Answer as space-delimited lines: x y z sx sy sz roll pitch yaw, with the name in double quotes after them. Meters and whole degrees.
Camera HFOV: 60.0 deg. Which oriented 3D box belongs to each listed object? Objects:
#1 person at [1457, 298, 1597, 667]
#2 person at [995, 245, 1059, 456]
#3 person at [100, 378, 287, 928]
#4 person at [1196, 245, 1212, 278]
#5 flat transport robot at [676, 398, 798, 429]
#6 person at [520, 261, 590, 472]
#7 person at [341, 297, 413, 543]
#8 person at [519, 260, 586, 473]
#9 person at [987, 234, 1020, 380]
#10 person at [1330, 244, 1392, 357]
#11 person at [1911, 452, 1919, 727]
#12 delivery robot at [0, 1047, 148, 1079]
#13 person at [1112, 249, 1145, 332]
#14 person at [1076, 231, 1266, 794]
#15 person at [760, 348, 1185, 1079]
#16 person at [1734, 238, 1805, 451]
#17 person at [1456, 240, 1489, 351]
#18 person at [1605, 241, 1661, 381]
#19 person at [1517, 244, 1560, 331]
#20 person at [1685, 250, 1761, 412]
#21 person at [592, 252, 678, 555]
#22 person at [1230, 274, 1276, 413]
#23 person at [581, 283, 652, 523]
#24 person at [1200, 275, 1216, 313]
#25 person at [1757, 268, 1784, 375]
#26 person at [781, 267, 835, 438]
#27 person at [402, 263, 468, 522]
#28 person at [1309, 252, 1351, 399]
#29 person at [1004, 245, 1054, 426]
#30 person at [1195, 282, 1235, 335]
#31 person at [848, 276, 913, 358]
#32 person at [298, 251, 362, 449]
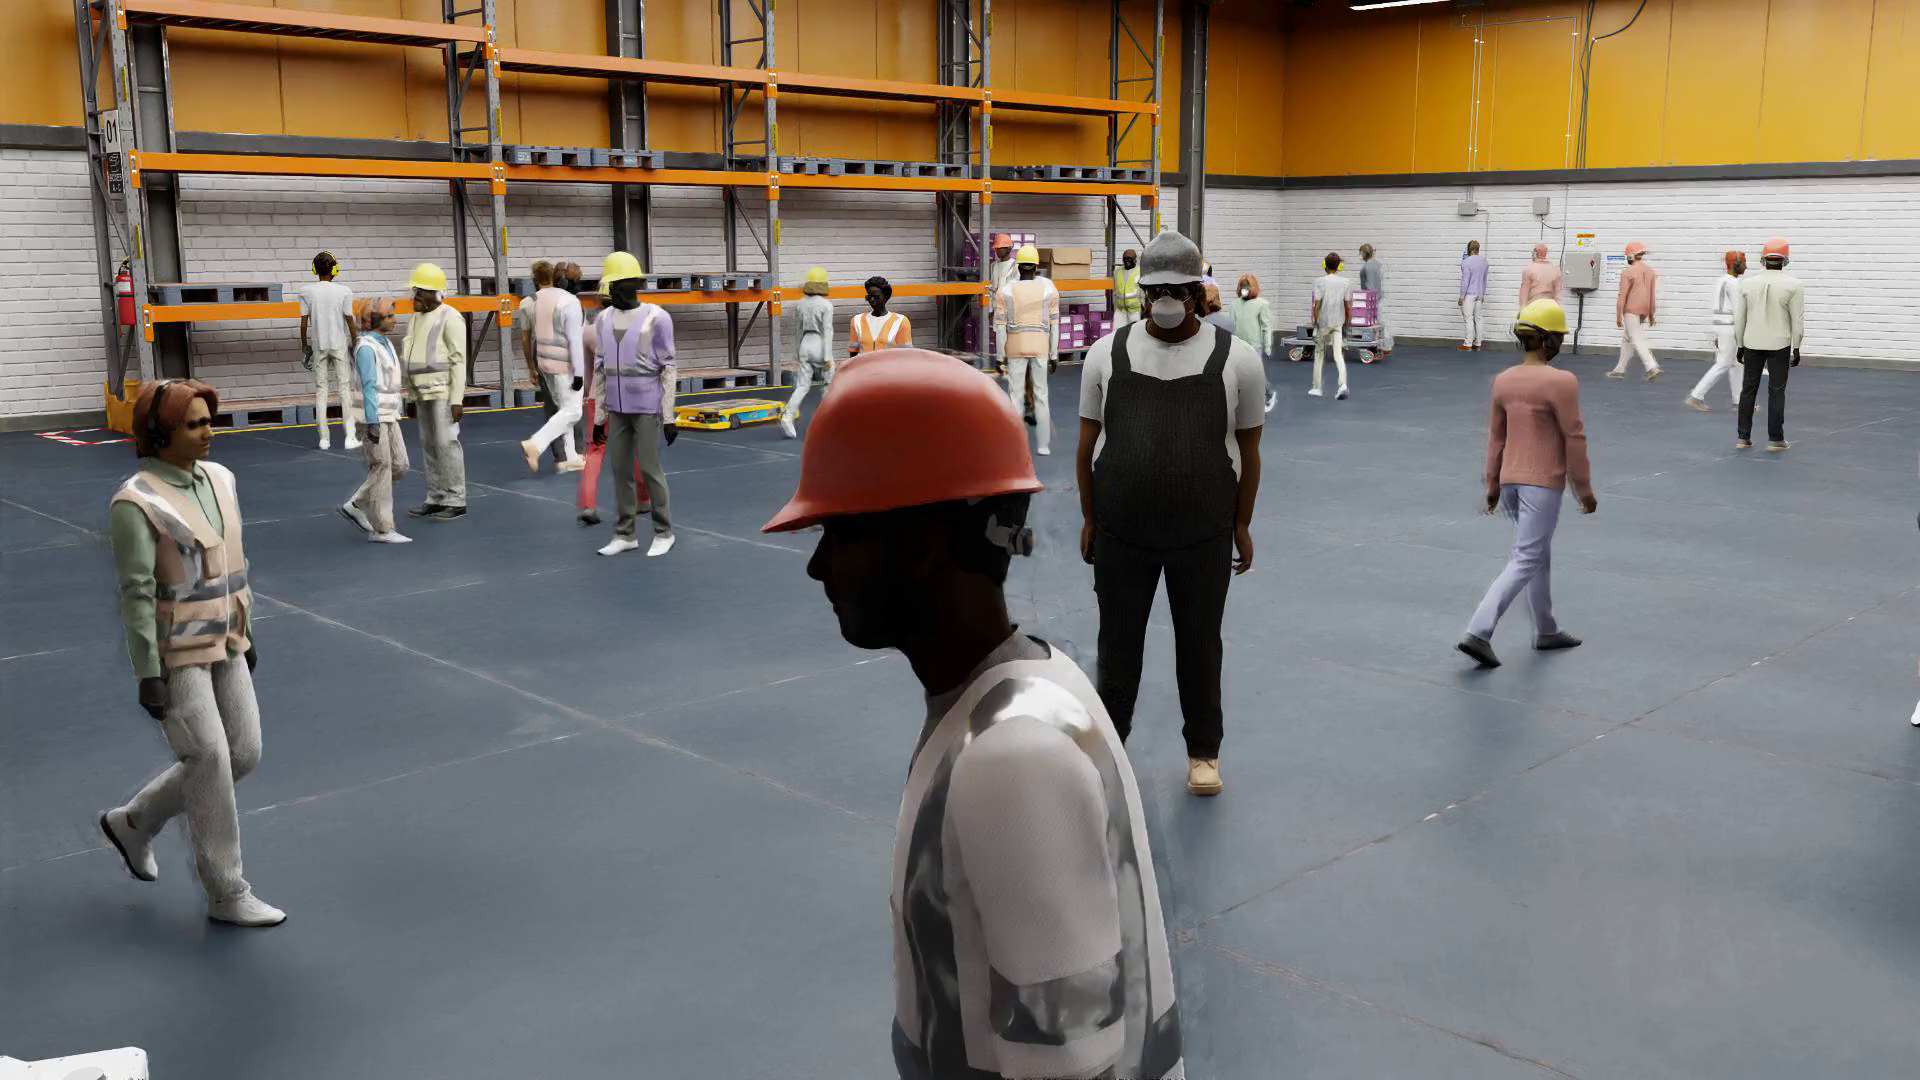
2.696 -0.275 7.878 0.844 1.732 0.529 -3 11 -18 "person"
0.607 -1.721 15.242 0.590 1.926 0.388 -1 10 -5 "person"
-2.287 0.334 4.857 0.554 1.619 0.527 1 10 8 "person"
4.194 -4.334 29.722 0.627 1.843 0.429 2 11 10 "person"
-2.433 -1.358 17.778 0.652 0.197 1.431 7 12 33 "flat transport robot"
-3.406 -1.438 14.025 0.643 1.811 0.733 10 14 43 "person"
-3.862 -0.779 10.943 0.415 1.631 0.529 0 10 -2 "person"
-3.472 -1.495 14.351 0.593 1.799 0.682 -2 11 -9 "person"
0.610 -3.249 23.259 0.395 2.038 0.615 -10 14 -43 "person"
6.781 -4.006 27.832 1.044 1.866 0.660 6 12 31 "person"
4.231 -0.147 6.726 0.639 1.904 0.407 5 12 27 "person"
-1.904 1.148 3.082 0.707 0.478 0.477 -4 11 -20 "delivery robot"
2.548 -3.449 24.963 0.631 1.815 0.445 6 12 30 "person"
0.745 -0.085 6.006 0.677 2.000 0.536 2 11 11 "person"
0.042 0.747 1.859 0.511 1.906 0.584 0 10 1 "person"
7.637 -1.842 15.709 0.612 1.997 0.375 10 14 43 "person"
8.953 -4.264 29.074 0.635 1.937 0.352 -7 12 -33 "person"
9.484 -3.196 23.254 0.623 1.950 0.993 -6 12 -28 "person"
8.449 -3.369 24.304 0.664 1.895 0.492 -4 11 -22 "person"
8.787 -2.380 19.036 0.750 1.866 0.579 3 11 16 "person"
-2.052 -0.841 10.518 0.623 1.929 0.430 6 12 29 "person"
3.215 -2.126 18.307 0.531 1.614 0.550 9 14 42 "person"
-2.464 -0.988 11.812 0.538 1.722 0.903 3 11 17 "person"
2.704 -2.494 19.747 0.603 1.807 0.869 5 11 24 "person"
11.757 -3.303 24.059 0.521 1.855 0.425 -7 12 -32 "person"
-1.493 -1.867 16.636 0.496 1.719 0.791 7 12 32 "person"
-3.737 -1.038 11.828 0.636 1.819 0.404 9 14 41 "person"
4.628 -2.666 20.700 0.516 1.828 0.967 -1 10 -6 "person"
0.728 -2.176 17.773 0.578 1.900 0.936 2 11 11 "person"
2.107 -1.403 14.350 0.508 1.624 0.456 3 11 16 "person"
-0.650 -1.271 13.415 0.542 1.695 0.316 3 11 15 "person"
-5.978 -1.791 15.783 0.534 1.868 0.310 -2 11 -10 "person"
